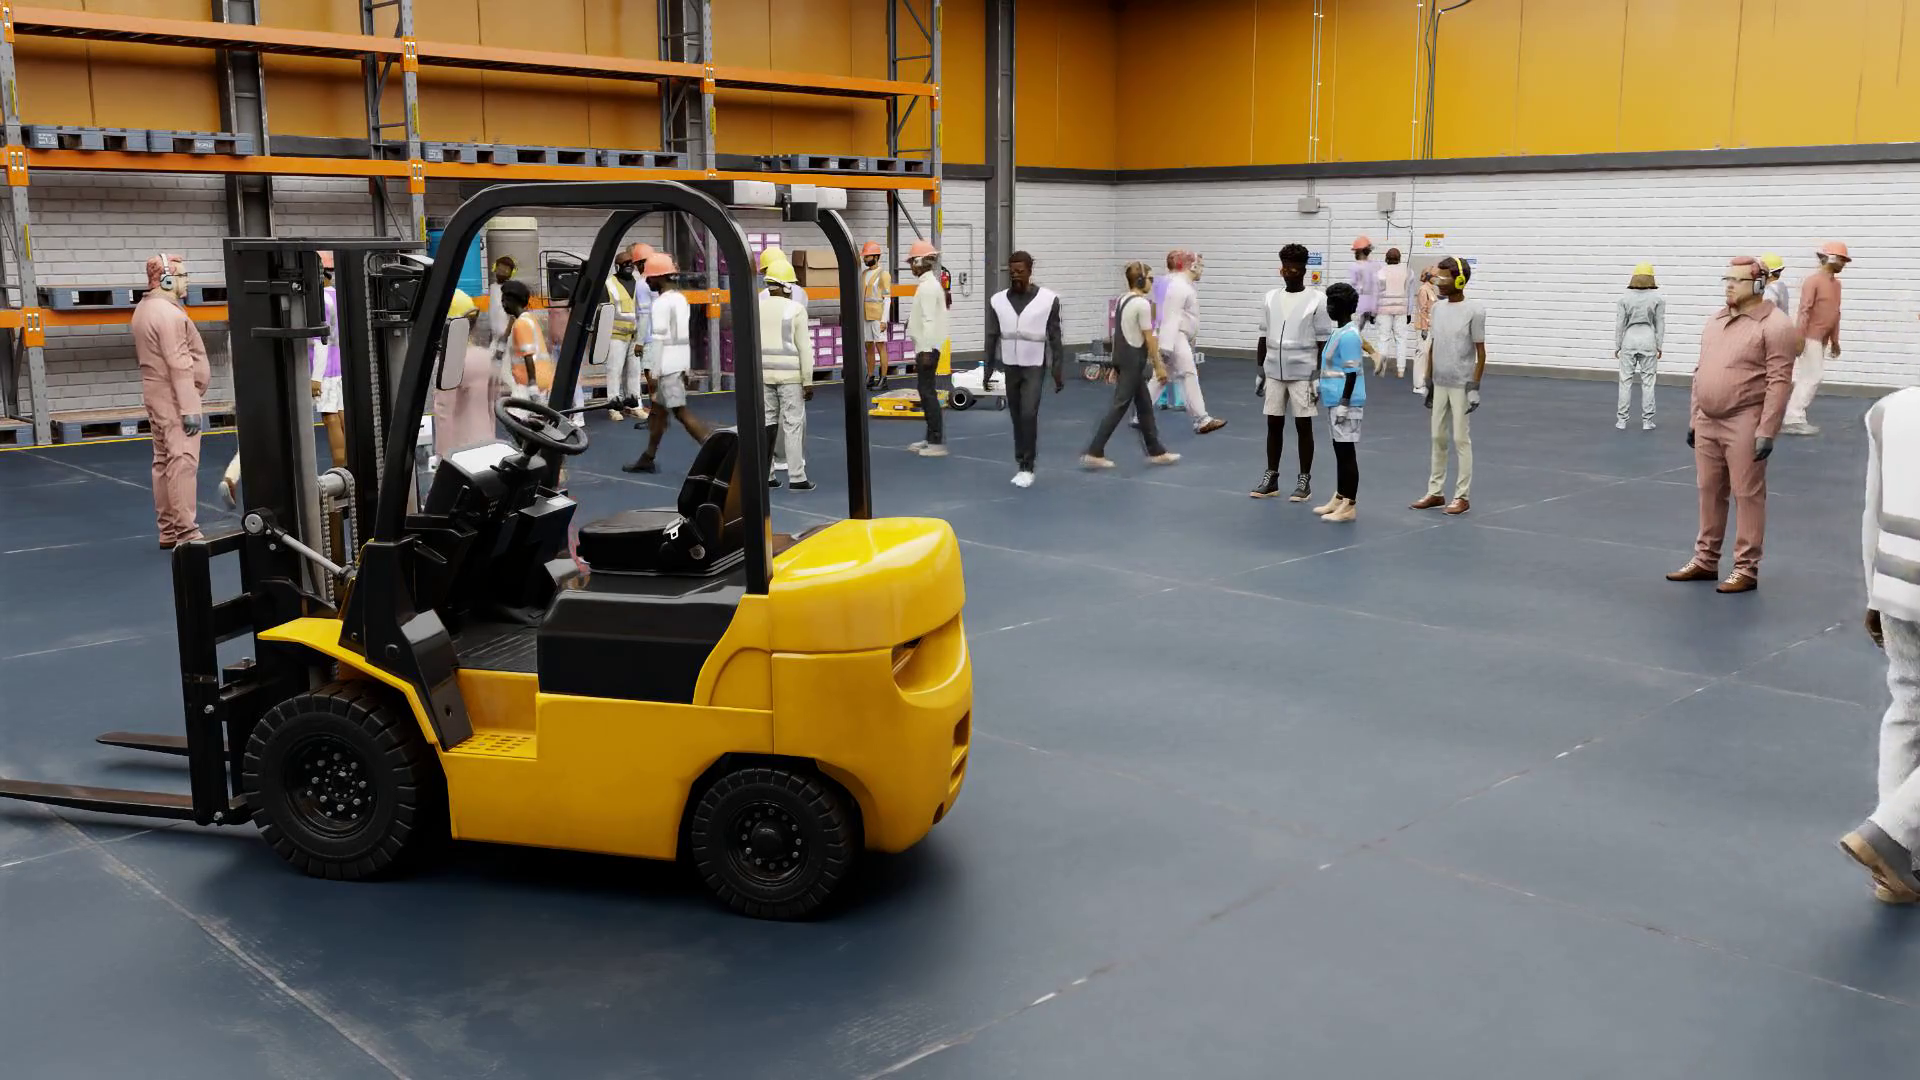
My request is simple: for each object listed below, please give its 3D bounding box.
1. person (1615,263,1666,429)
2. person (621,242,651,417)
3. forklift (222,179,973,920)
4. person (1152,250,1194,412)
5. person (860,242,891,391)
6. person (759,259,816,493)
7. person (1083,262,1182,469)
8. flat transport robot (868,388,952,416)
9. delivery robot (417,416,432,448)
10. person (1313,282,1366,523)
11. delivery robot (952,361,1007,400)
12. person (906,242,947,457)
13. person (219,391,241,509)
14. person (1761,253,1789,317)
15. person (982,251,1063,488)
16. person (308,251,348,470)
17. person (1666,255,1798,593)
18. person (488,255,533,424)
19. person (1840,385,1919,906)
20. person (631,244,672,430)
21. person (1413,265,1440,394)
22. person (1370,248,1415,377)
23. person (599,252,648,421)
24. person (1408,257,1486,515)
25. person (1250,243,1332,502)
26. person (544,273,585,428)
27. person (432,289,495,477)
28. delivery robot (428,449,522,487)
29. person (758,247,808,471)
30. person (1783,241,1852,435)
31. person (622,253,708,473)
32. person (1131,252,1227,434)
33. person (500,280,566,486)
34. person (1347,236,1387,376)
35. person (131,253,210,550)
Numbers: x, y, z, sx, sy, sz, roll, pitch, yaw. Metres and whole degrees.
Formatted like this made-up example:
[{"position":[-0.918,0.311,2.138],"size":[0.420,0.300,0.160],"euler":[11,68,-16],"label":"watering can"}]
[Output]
[{"position":[7.114,-2.026,17.426],"size":[0.484,1.735,0.311],"euler":[5,11,23],"label":"person"},{"position":[-3.639,-2.351,18.645],"size":[0.376,1.940,0.629],"euler":[0,10,-2],"label":"person"},{"position":[-1.114,-0.058,5.440],"size":[2.313,2.155,1.214],"euler":[2,11,13],"label":"forklift"},{"position":[2.443,-2.396,19.138],"size":[0.388,1.847,0.563],"euler":[-9,14,-42],"label":"person"},{"position":[-1.141,-2.910,21.696],"size":[0.358,1.937,0.549],"euler":[-10,14,-42],"label":"person"},{"position":[-1.400,-1.281,13.098],"size":[0.591,1.833,0.403],"euler":[5,12,26],"label":"person"},{"position":[1.484,-1.505,14.440],"size":[0.958,1.803,0.516],"euler":[-2,11,-13],"label":"person"},{"position":[-0.539,-1.569,18.931],"size":[0.652,0.197,1.431],"euler":[2,11,13],"label":"flat transport robot"},{"position":[-4.971,-0.956,14.556],"size":[0.477,0.478,0.707],"euler":[6,12,29],"label":"delivery robot"},{"position":[2.696,-0.967,11.761],"size":[0.321,1.694,0.529],"euler":[1,10,5],"label":"person"},{"position":[0.274,-1.835,19.350],"size":[0.707,0.478,0.477],"euler":[2,10,10],"label":"delivery robot"},{"position":[-0.310,-1.759,15.406],"size":[0.379,1.950,0.811],"euler":[0,10,-1],"label":"person"},{"position":[-5.115,-0.982,12.079],"size":[0.521,1.610,0.560],"euler":[4,11,19],"label":"person"},{"position":[8.609,-2.139,17.773],"size":[0.404,1.833,0.591],"euler":[7,13,35],"label":"person"},{"position":[0.479,-1.366,13.397],"size":[0.632,1.890,0.735],"euler":[5,11,24],"label":"person"},{"position":[-5.004,-1.345,13.154],"size":[0.351,1.941,0.545],"euler":[0,10,0],"label":"person"},{"position":[4.404,-0.660,9.499],"size":[0.410,1.912,0.643],"euler":[-4,11,-20],"label":"person"},{"position":[-4.924,-2.120,17.747],"size":[0.566,1.814,0.633],"euler":[10,14,43],"label":"person"},{"position":[2.896,0.192,4.932],"size":[0.452,1.873,0.583],"euler":[-2,11,-13],"label":"person"},{"position":[-3.243,-2.113,17.379],"size":[0.374,1.928,0.543],"euler":[4,11,19],"label":"person"},{"position":[5.957,-2.684,21.275],"size":[0.308,1.640,0.511],"euler":[4,11,23],"label":"person"},{"position":[6.151,-3.236,23.735],"size":[0.624,1.845,0.430],"euler":[0,10,1],"label":"person"},{"position":[-3.663,-2.236,18.281],"size":[0.623,1.844,0.430],"euler":[-9,14,-40],"label":"person"},{"position":[3.580,-1.116,12.111],"size":[0.331,1.866,0.513],"euler":[-6,12,-31],"label":"person"},{"position":[2.525,-1.271,12.713],"size":[0.604,1.954,0.367],"euler":[8,13,36],"label":"person"},{"position":[-4.168,-2.043,17.440],"size":[0.317,1.766,0.534],"euler":[-10,14,-43],"label":"person"},{"position":[-2.615,-0.478,8.949],"size":[0.611,1.747,0.532],"euler":[2,11,12],"label":"person"},{"position":[-3.577,-0.544,12.307],"size":[0.477,0.478,0.707],"euler":[6,12,29],"label":"delivery robot"},{"position":[-1.553,-1.548,14.327],"size":[0.386,1.917,0.584],"euler":[7,13,34],"label":"person"},{"position":[8.715,-2.047,16.931],"size":[0.650,1.957,0.497],"euler":[-10,14,-42],"label":"person"},{"position":[-2.401,-1.458,13.950],"size":[0.990,1.887,0.547],"euler":[2,11,13],"label":"person"},{"position":[2.237,-1.993,16.943],"size":[1.014,1.854,0.674],"euler":[0,10,3],"label":"person"},{"position":[-3.431,-1.241,13.329],"size":[0.518,1.661,0.547],"euler":[-1,10,-5],"label":"person"},{"position":[5.769,-3.326,23.771],"size":[0.622,2.012,0.854],"euler":[-9,14,-41],"label":"person"},{"position":[-4.982,-0.859,10.597],"size":[0.410,1.909,0.642],"euler":[-9,14,-42],"label":"person"}]
